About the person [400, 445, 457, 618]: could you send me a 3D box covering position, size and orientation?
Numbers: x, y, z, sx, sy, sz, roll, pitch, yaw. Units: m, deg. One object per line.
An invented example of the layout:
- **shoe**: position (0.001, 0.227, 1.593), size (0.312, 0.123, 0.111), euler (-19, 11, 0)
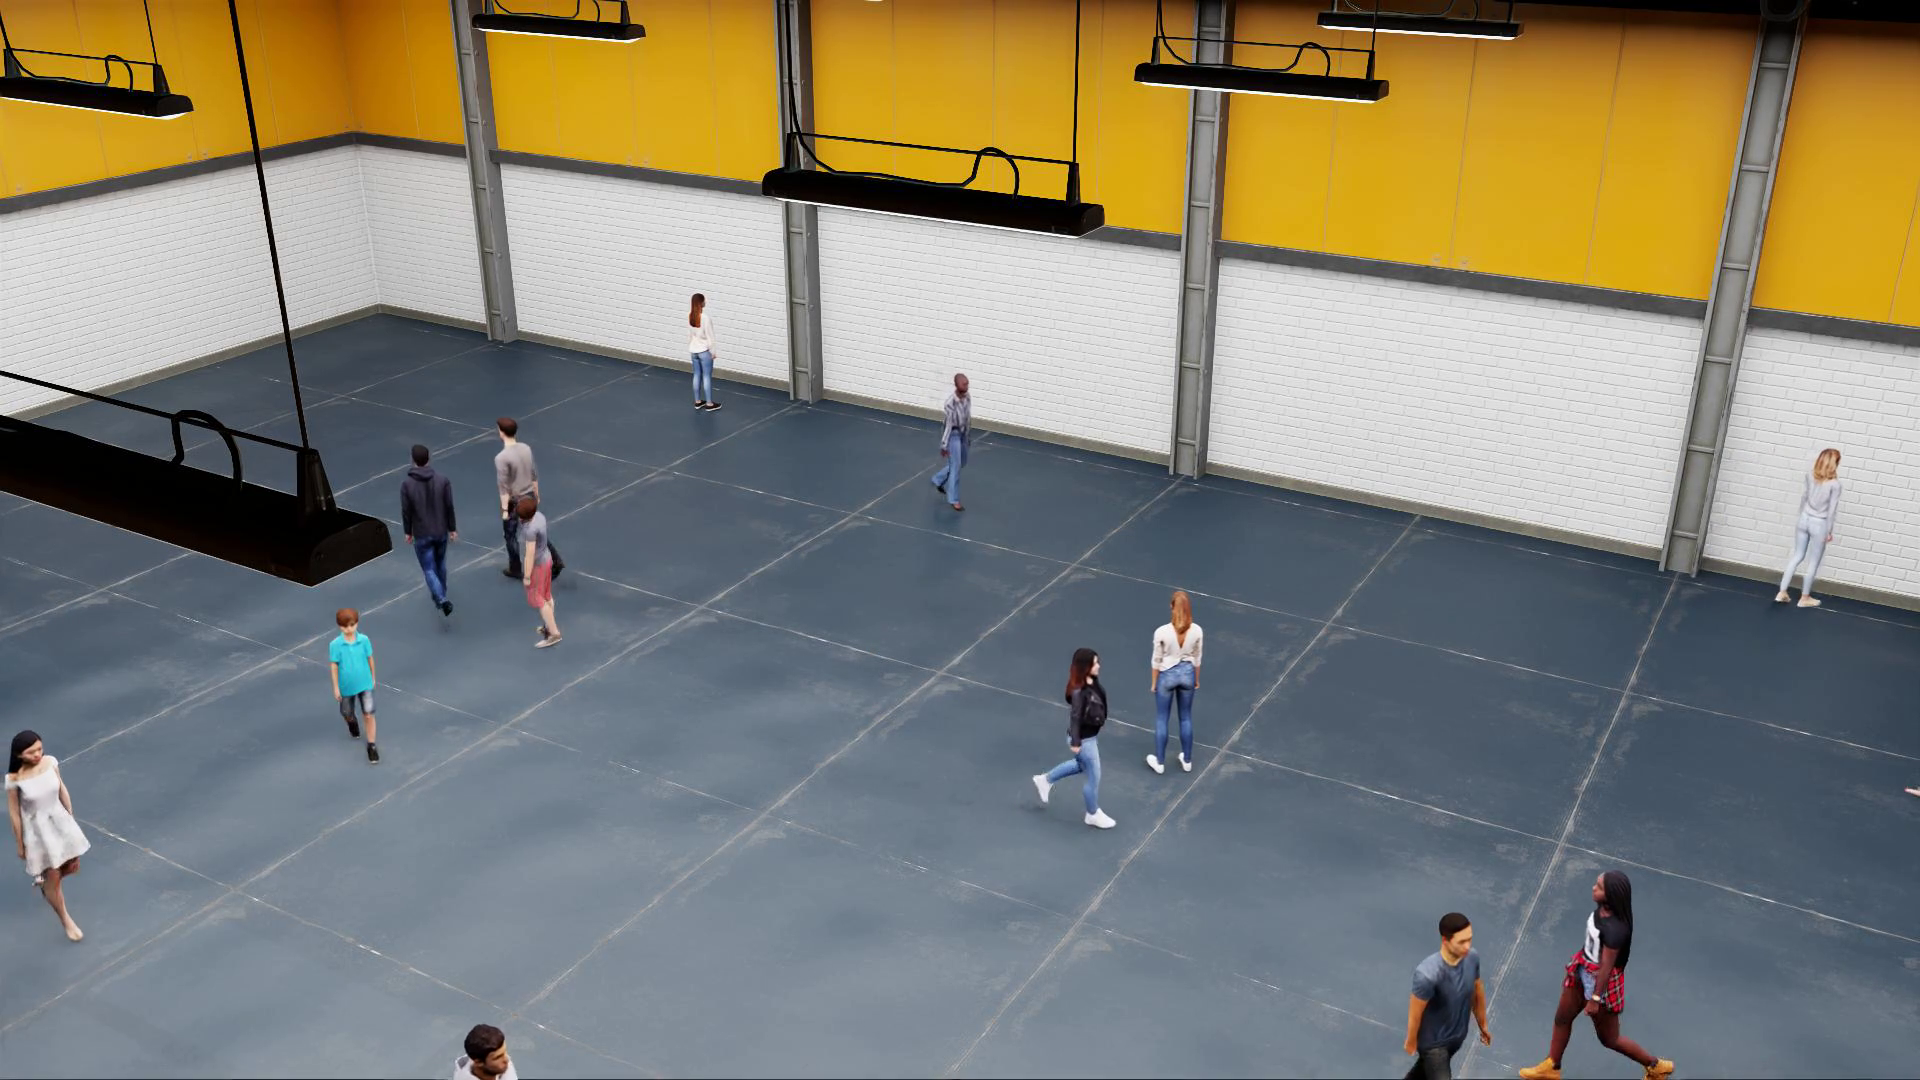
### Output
- **person**: position (-5.521, -0.047, 17.376), size (1.006, 1.861, 1.189), euler (-11, 26, -24)

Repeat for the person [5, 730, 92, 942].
- **person**: position (-6.853, 2.179, 12.409), size (0.846, 1.761, 0.650), euler (16, 28, 33)

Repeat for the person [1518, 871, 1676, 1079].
- **person**: position (4.233, 2.920, 10.802), size (1.237, 1.691, 0.945), euler (2, 24, 5)

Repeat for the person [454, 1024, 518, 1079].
- **person**: position (-2.684, 3.477, 9.268), size (1.105, 1.899, 0.916), euler (4, 24, 9)

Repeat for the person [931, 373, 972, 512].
- **person**: position (-0.111, -1.210, 20.162), size (0.878, 1.762, 0.696), euler (14, 27, 30)

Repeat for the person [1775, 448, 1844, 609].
- **person**: position (9.044, -0.146, 17.663), size (0.826, 1.812, 0.767), euler (-9, 25, -20)

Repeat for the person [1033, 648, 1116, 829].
- **person**: position (0.965, 1.632, 13.846), size (1.033, 1.612, 0.758), euler (8, 25, 17)

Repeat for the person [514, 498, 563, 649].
- **person**: position (-4.294, 0.260, 16.971), size (0.753, 1.623, 0.772), euler (7, 25, 16)

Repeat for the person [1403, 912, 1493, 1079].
- **person**: position (2.933, 3.039, 10.412), size (0.916, 1.785, 1.097), euler (-17, 29, -34)

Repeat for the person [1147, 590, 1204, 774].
- **person**: position (1.897, 1.241, 14.608), size (0.653, 1.720, 0.738), euler (-3, 24, -8)

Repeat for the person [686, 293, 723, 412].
- **person**: position (-3.664, -2.675, 23.601), size (0.517, 1.691, 0.696), euler (17, 29, 33)

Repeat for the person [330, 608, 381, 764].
- **person**: position (-5.444, 1.258, 14.923), size (0.822, 1.435, 0.950), euler (-11, 26, -24)

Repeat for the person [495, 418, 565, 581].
- **person**: position (-4.738, -0.388, 18.143), size (1.091, 1.873, 0.743), euler (12, 26, 25)
